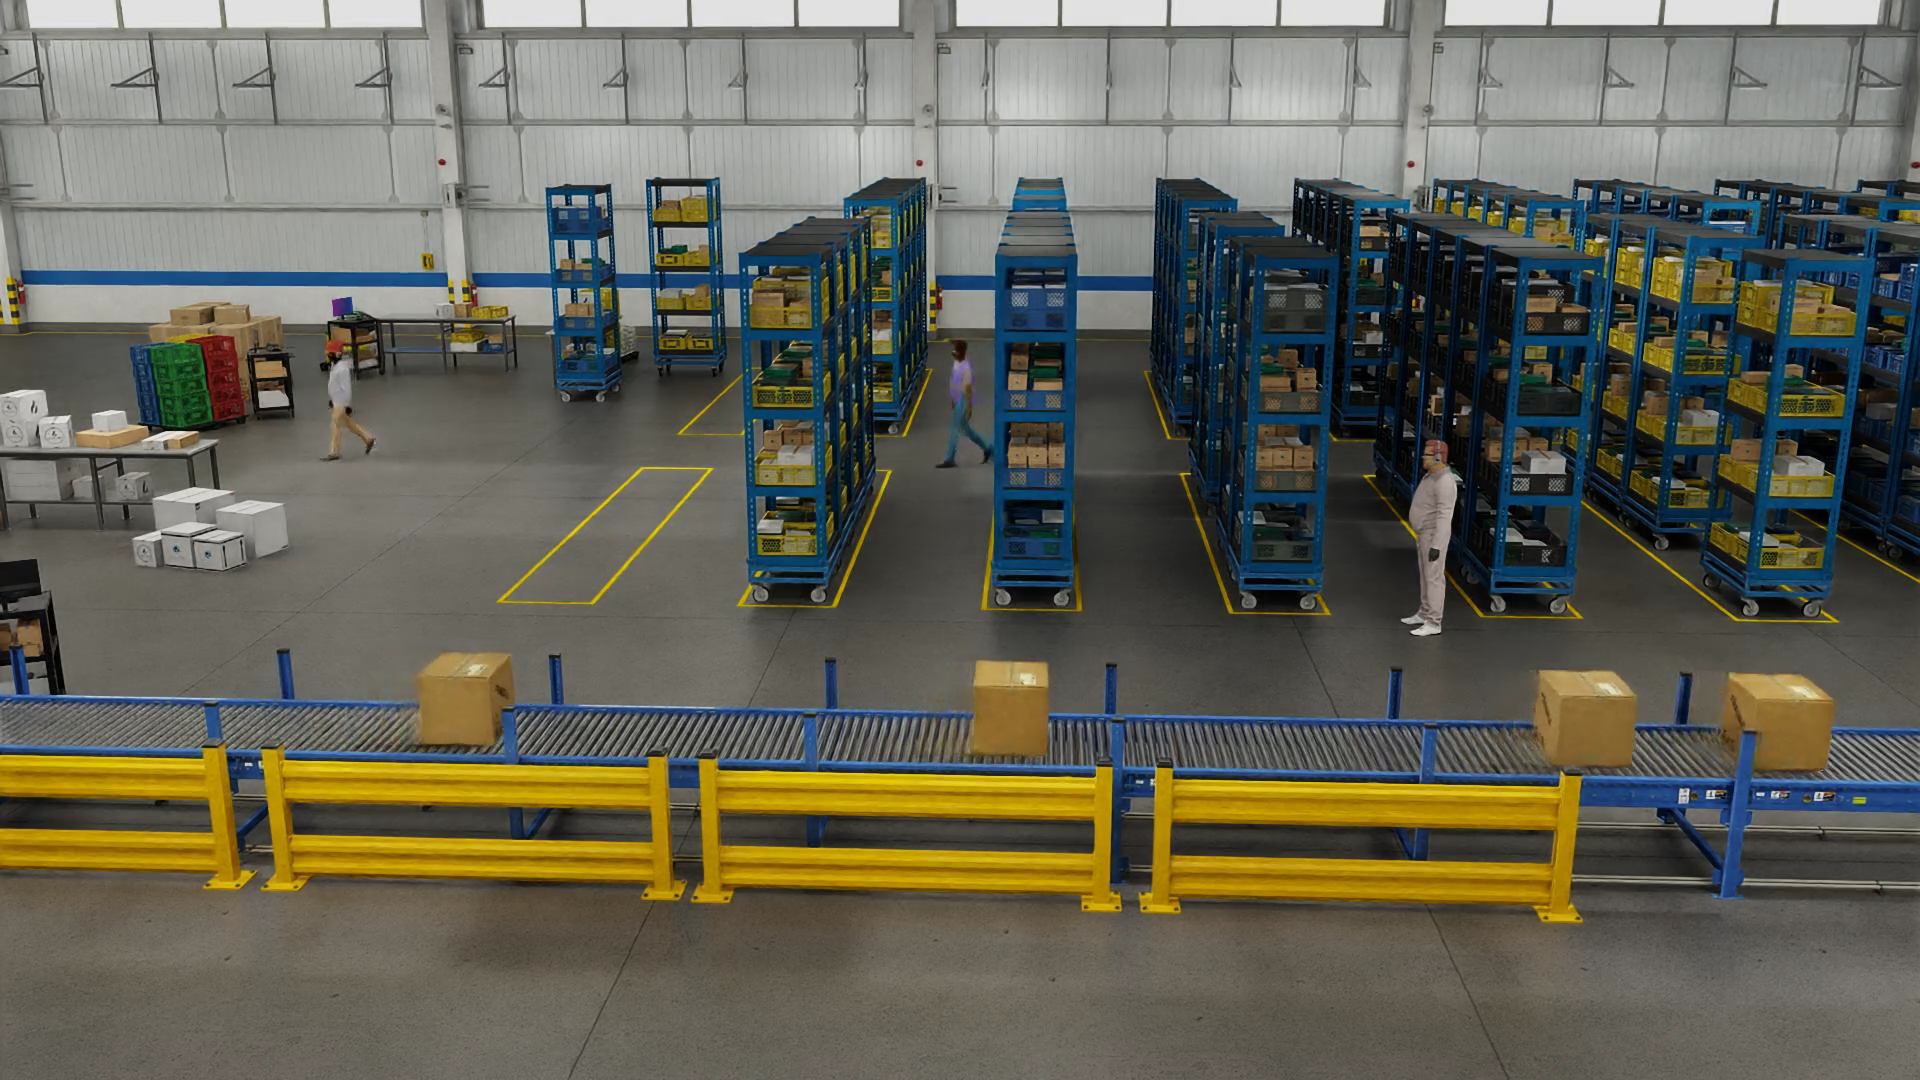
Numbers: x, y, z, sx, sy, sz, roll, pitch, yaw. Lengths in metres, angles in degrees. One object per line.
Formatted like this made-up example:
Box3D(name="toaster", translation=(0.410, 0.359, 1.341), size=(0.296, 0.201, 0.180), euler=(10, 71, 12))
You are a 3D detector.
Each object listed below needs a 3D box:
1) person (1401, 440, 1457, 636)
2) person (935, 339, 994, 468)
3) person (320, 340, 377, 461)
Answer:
Box3D(name="person", translation=(4.527, -0.028, 16.031), size=(0.409, 1.909, 0.640), euler=(1, 15, 3))
Box3D(name="person", translation=(0.075, -1.909, 23.196), size=(0.835, 1.815, 0.574), euler=(-4, 16, -14))
Box3D(name="person", translation=(-8.785, -2.013, 23.729), size=(0.775, 1.728, 0.561), euler=(-8, 17, -28))
